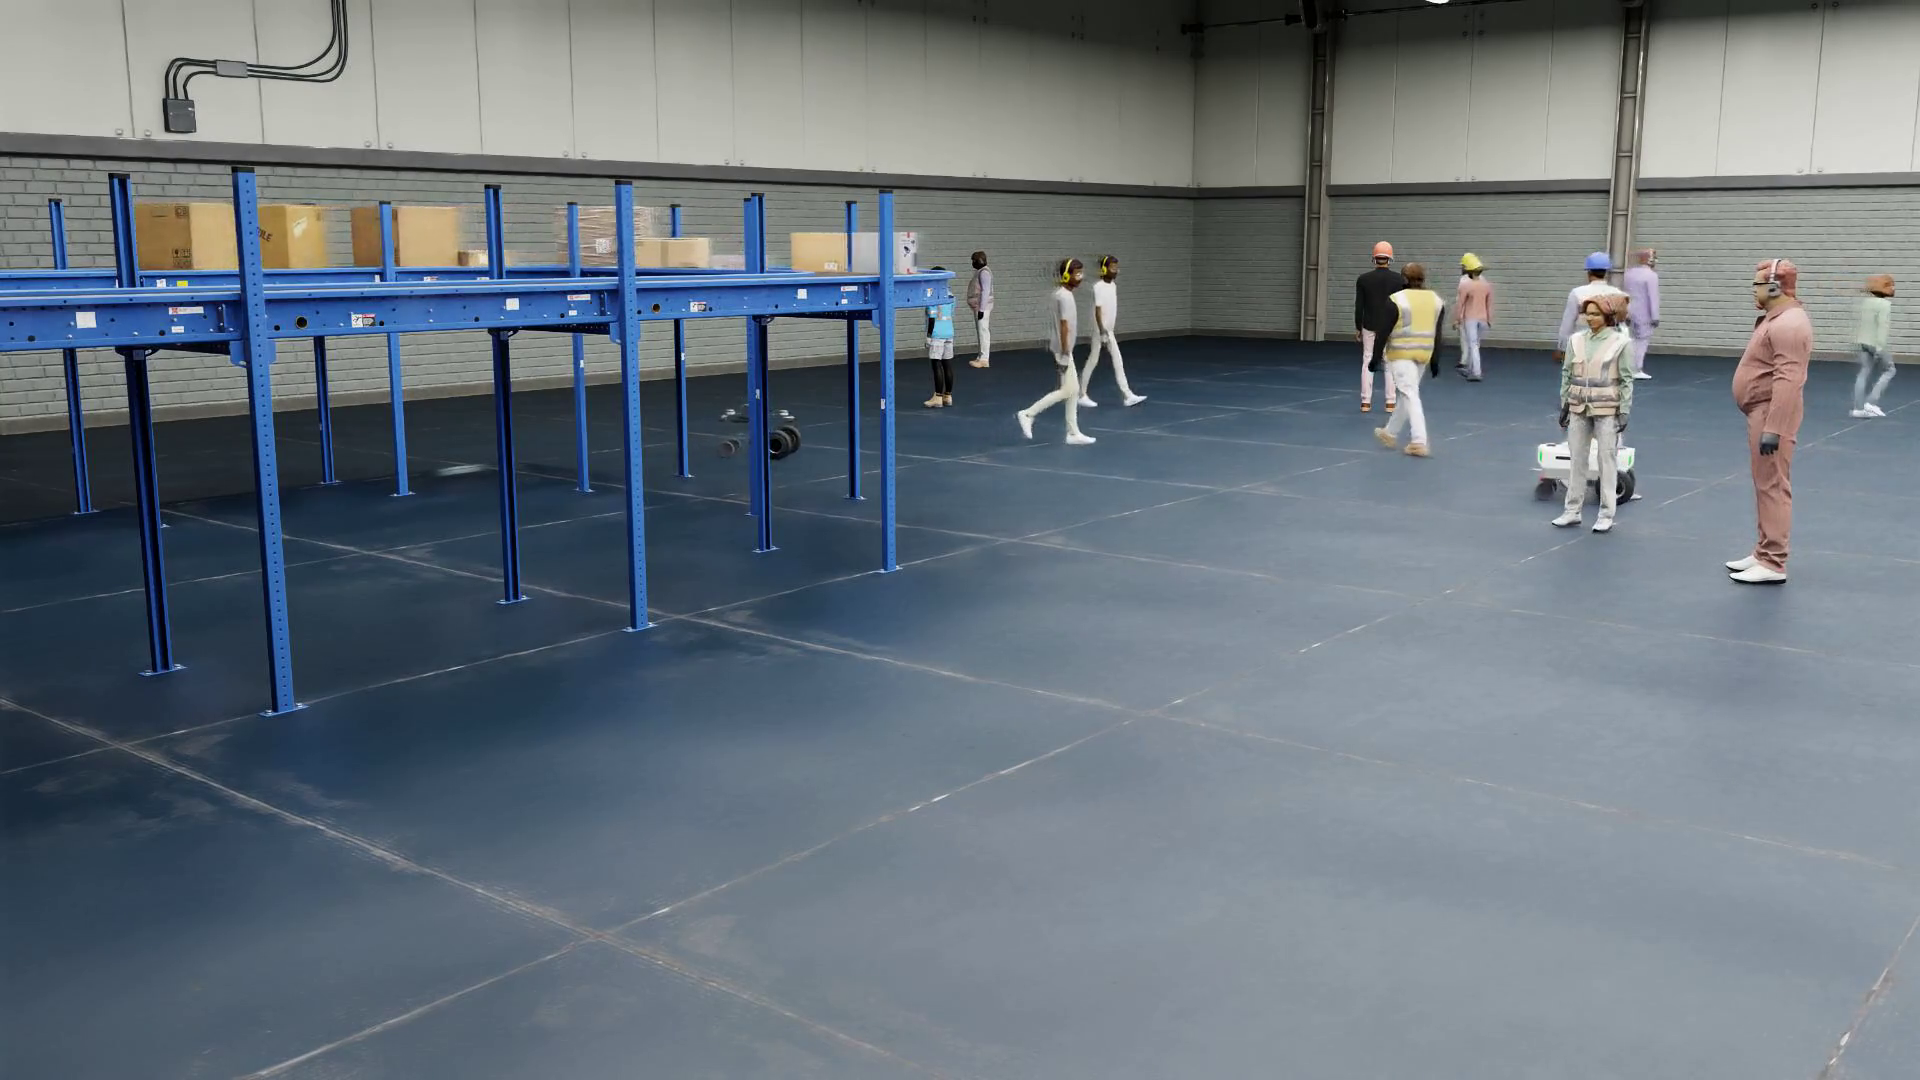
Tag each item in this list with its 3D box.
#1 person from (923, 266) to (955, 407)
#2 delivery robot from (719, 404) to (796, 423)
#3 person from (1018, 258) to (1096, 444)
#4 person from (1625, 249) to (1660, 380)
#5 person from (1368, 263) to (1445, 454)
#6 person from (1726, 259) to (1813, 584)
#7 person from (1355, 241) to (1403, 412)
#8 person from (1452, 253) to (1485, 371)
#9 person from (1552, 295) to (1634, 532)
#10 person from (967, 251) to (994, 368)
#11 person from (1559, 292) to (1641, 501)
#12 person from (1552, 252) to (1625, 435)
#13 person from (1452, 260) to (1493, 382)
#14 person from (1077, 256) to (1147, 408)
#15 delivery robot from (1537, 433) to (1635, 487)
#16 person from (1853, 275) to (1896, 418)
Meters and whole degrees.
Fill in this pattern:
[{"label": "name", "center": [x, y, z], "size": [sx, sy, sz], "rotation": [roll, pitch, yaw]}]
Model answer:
[{"label": "person", "center": [-0.257, -2.472, 20.250], "size": [0.316, 1.696, 0.540], "rotation": [6, 12, 29]}, {"label": "delivery robot", "center": [-1.909, -1.228, 15.660], "size": [0.698, 0.223, 0.335], "rotation": [2, 10, 8]}, {"label": "person", "center": [0.970, -1.865, 16.511], "size": [0.714, 1.843, 0.508], "rotation": [0, 10, 1]}, {"label": "person", "center": [9.972, -3.287, 24.228], "size": [0.441, 1.887, 0.668], "rotation": [-2, 10, -9]}, {"label": "person", "center": [4.252, -1.740, 15.916], "size": [0.637, 1.792, 0.964], "rotation": [-4, 11, -22]}, {"label": "person", "center": [4.785, -0.702, 9.868], "size": [0.401, 1.904, 0.650], "rotation": [4, 11, 23]}, {"label": "person", "center": [4.976, -2.516, 19.661], "size": [0.608, 1.997, 0.375], "rotation": [4, 11, 20]}, {"label": "person", "center": [7.878, -3.543, 25.854], "size": [0.423, 1.819, 0.598], "rotation": [9, 13, 40]}, {"label": "person", "center": [4.432, -0.884, 11.617], "size": [0.310, 1.636, 0.523], "rotation": [-8, 13, -39]}, {"label": "person", "center": [0.323, -3.696, 26.643], "size": [0.429, 1.840, 0.622], "rotation": [-1, 10, -3]}, {"label": "person", "center": [5.083, -1.156, 13.201], "size": [0.750, 1.616, 0.518], "rotation": [10, 14, 43]}, {"label": "person", "center": [6.312, -1.914, 16.634], "size": [0.606, 1.898, 1.020], "rotation": [-3, 11, -15]}, {"label": "person", "center": [7.379, -3.175, 24.067], "size": [0.542, 1.728, 0.861], "rotation": [-3, 11, -18]}, {"label": "person", "center": [1.790, -2.498, 20.049], "size": [0.968, 1.819, 0.549], "rotation": [8, 13, 36]}, {"label": "delivery robot", "center": [4.900, -0.625, 13.037], "size": [0.707, 0.478, 0.477], "rotation": [4, 11, 23]}, {"label": "person", "center": [10.467, -2.206, 18.981], "size": [0.429, 1.618, 0.500], "rotation": [0, 10, 0]}]
